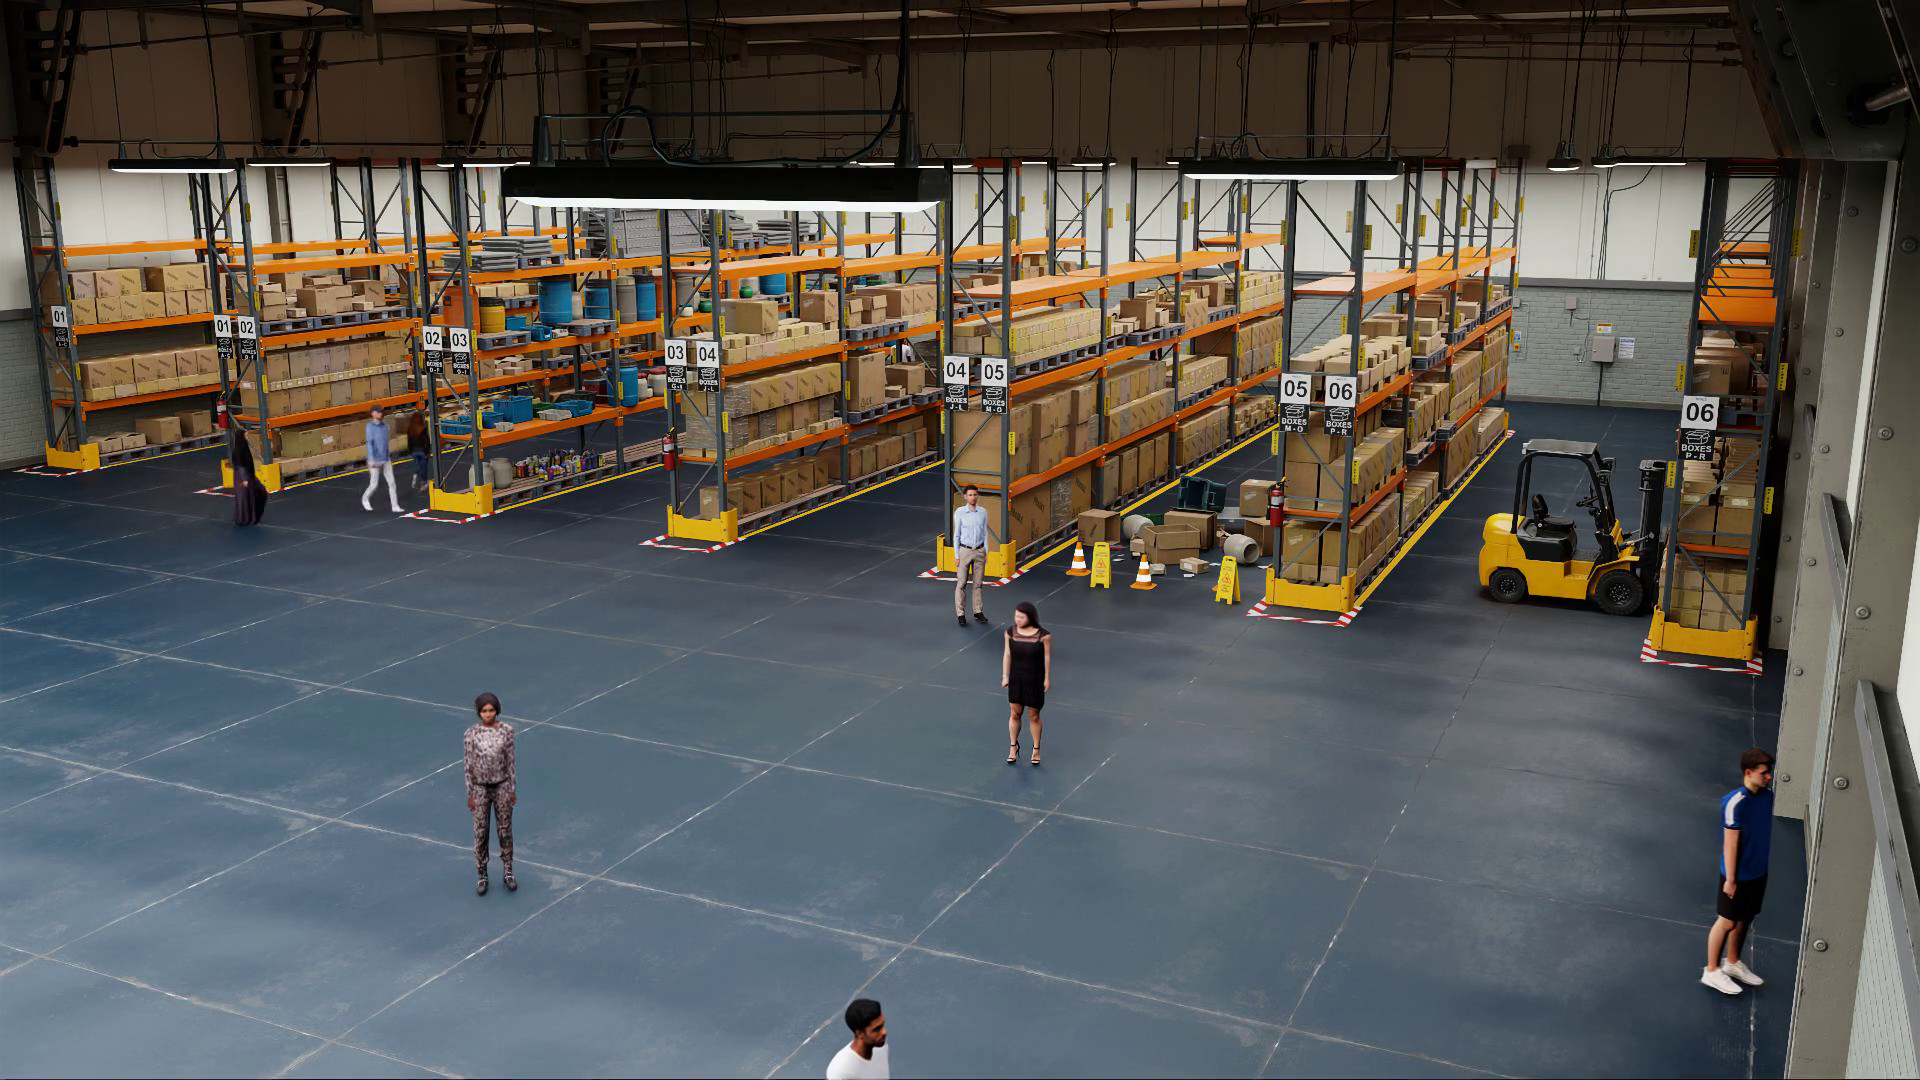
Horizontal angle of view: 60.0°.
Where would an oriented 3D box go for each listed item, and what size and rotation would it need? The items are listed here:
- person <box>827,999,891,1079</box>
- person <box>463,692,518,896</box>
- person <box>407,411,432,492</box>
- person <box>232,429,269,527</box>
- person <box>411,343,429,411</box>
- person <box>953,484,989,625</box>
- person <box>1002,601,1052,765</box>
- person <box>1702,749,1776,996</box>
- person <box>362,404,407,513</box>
[{"bbox_3d":[-0.529,3.243,8.928,0.686,1.729,0.483,7,15,28],"label":"person"},{"bbox_3d":[-3.914,2.097,13.903,0.679,1.717,0.738,-4,14,-19],"label":"person"},{"bbox_3d":[-9.926,-1.611,30.459,0.629,1.473,0.681,2,13,10],"label":"person"},{"bbox_3d":[-11.992,-1.040,27.692,0.805,1.608,0.785,1,13,3],"label":"person"},{"bbox_3d":[-12.659,-3.754,39.050,0.623,1.770,0.555,4,14,18],"label":"person"},{"bbox_3d":[0.147,0.172,21.925,0.753,1.848,0.811,-4,14,-18],"label":"person"},{"bbox_3d":[0.672,1.435,16.770,0.697,1.714,0.648,4,14,15],"label":"person"},{"bbox_3d":[5.760,2.405,12.241,0.682,1.866,0.788,-9,16,-35],"label":"person"},{"bbox_3d":[-10.055,-1.397,28.657,0.788,1.868,1.112,8,15,30],"label":"person"}]
